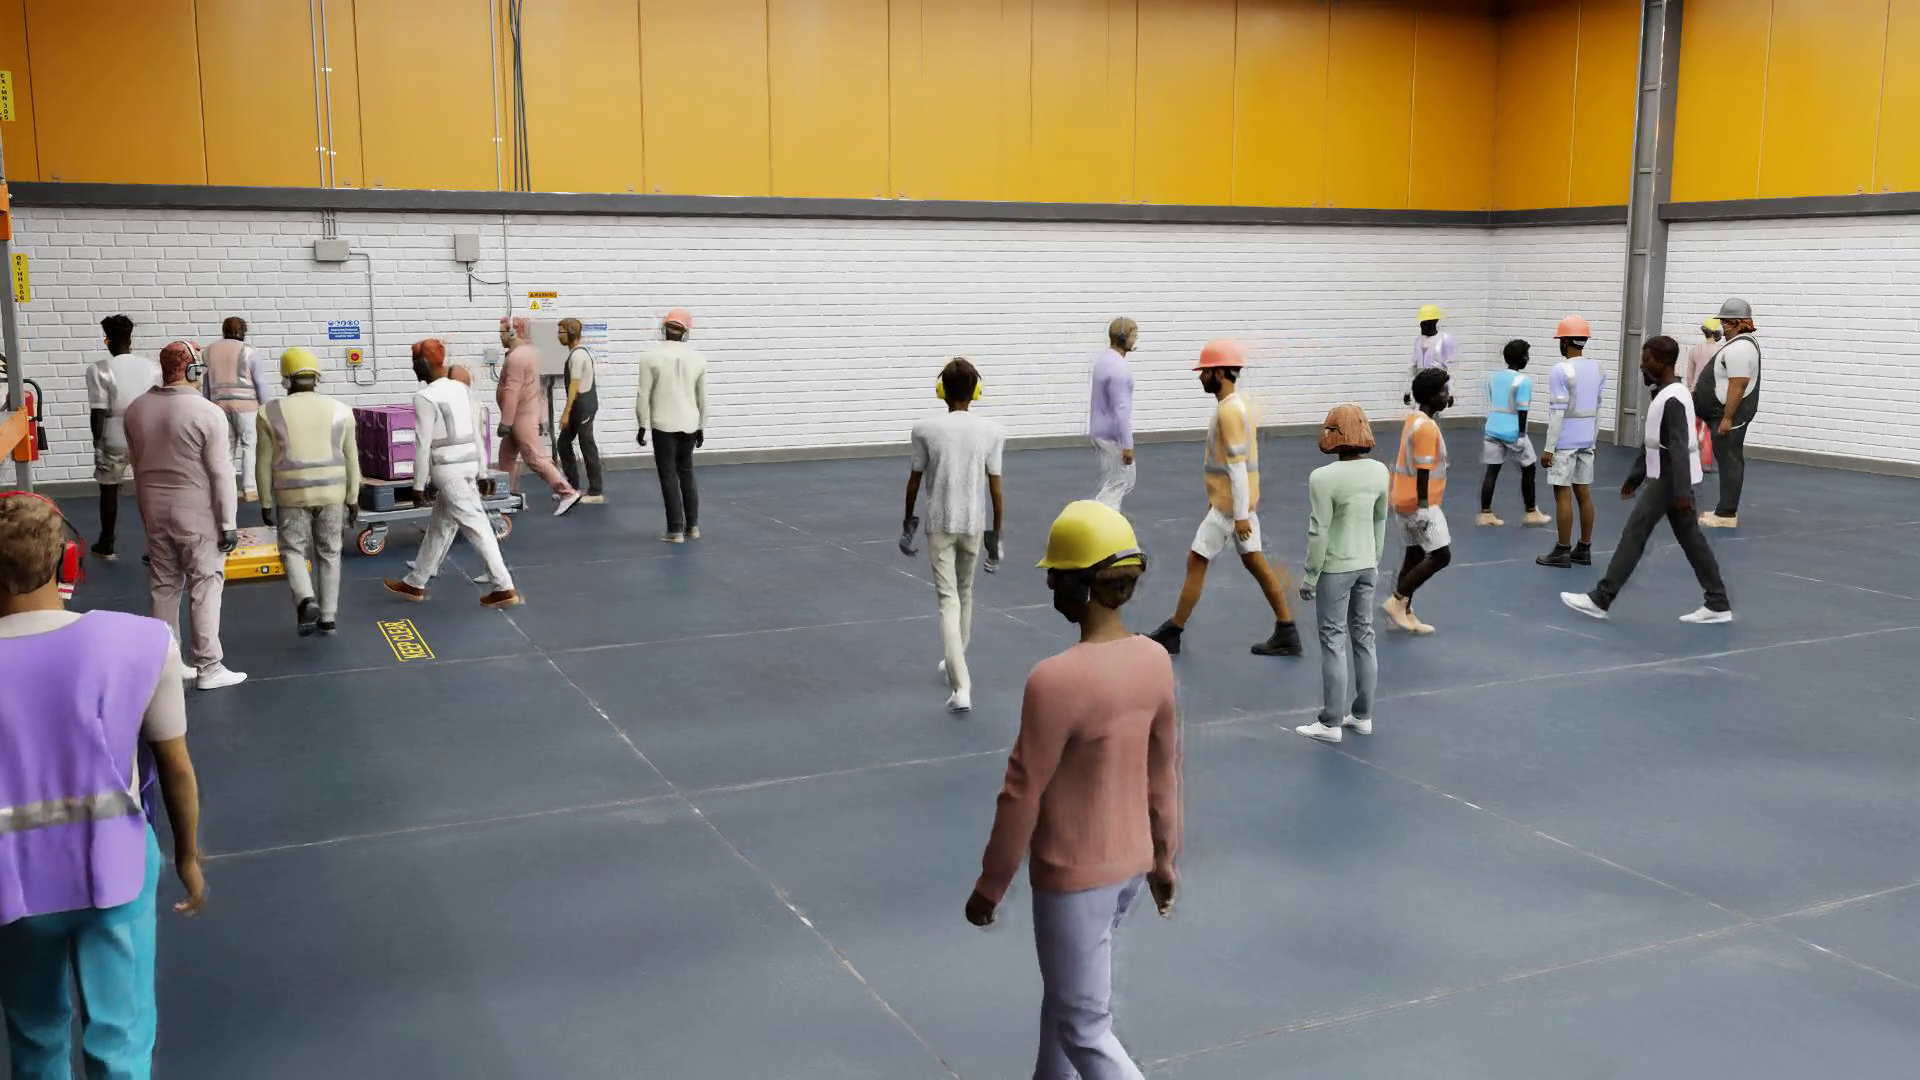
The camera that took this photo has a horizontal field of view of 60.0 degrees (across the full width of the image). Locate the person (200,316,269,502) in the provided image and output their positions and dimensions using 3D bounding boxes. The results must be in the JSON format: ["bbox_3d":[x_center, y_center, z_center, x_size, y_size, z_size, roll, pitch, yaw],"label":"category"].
[{"bbox_3d":[-7.150,-1.284,16.421,0.651,1.826,0.432,1,9,7],"label":"person"}]

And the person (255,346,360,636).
[{"bbox_3d":[-3.979,-0.272,10.199,0.608,1.814,0.553,-5,11,-31],"label":"person"}]

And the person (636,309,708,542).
[{"bbox_3d":[-2.404,-0.950,13.993,0.647,1.963,0.372,-7,12,-37],"label":"person"}]

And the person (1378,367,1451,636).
[{"bbox_3d":[2.847,-0.222,10.242,0.368,1.680,0.550,1,9,8],"label":"person"}]

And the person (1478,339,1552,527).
[{"bbox_3d":[4.949,-0.935,14.744,0.739,1.670,0.538,-4,10,-24],"label":"person"}]

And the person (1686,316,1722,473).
[{"bbox_3d":[8.456,-1.635,18.824,0.373,1.771,0.533,-4,10,-25],"label":"person"}]

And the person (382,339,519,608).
[{"bbox_3d":[-3.456,-0.442,11.211,1.050,1.816,0.587,2,9,12],"label":"person"}]

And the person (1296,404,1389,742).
[{"bbox_3d":[1.853,0.160,8.055,0.500,1.633,0.282,-6,11,-34],"label":"person"}]

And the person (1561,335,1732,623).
[{"bbox_3d":[4.519,-0.384,10.740,1.050,1.854,0.579,4,10,24],"label":"person"}]

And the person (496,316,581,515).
[{"bbox_3d":[-4.006,-1.144,15.426,0.922,1.868,0.636,-1,9,-9],"label":"person"}]

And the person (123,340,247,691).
[{"bbox_3d":[-4.193,-0.131,9.062,0.635,1.900,0.399,3,10,15],"label":"person"}]

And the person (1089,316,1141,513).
[{"bbox_3d":[1.213,-0.792,13.044,0.454,1.925,0.658,-1,9,-5],"label":"person"}]

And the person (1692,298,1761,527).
[{"bbox_3d":[6.829,-1.140,14.858,0.538,2.000,0.688,5,10,29],"label":"person"}]

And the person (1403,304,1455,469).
[{"bbox_3d":[5.259,-1.712,18.859,0.865,1.888,0.618,-4,10,-24],"label":"person"}]

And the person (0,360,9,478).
[{"bbox_3d":[-7.418,-0.694,12.519,0.842,1.902,0.652,3,10,17],"label":"person"}]

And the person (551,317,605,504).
[{"bbox_3d":[-3.772,-1.241,16.148,0.648,1.821,0.520,-3,10,-17],"label":"person"}]

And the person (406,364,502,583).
[{"bbox_3d":[-3.685,-0.476,12.096,0.848,1.586,0.538,1,9,9],"label":"person"}]

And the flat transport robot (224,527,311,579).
[{"bbox_3d":[-5.485,0.081,12.756,0.652,0.197,1.431,-6,11,-33],"label":"flat transport robot"}]

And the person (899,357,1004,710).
[{"bbox_3d":[-0.030,-0.047,8.768,0.513,1.832,0.974,-2,9,-15],"label":"person"}]

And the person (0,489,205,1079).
[{"bbox_3d":[-1.978,0.785,3.671,0.574,1.804,0.955,-4,10,-26],"label":"person"}]

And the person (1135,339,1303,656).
[{"bbox_3d":[1.577,-0.239,9.785,1.017,1.876,0.546,3,9,15],"label":"person"}]

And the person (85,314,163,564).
[{"bbox_3d":[-6.491,-0.775,12.899,0.868,1.933,0.614,8,12,41],"label":"person"}]

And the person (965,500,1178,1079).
[{"bbox_3d":[0.318,0.781,3.917,0.804,1.740,0.539,7,12,38],"label":"person"}]

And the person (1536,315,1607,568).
[{"bbox_3d":[4.674,-0.755,12.786,0.550,1.935,0.376,-5,10,-29],"label":"person"}]
